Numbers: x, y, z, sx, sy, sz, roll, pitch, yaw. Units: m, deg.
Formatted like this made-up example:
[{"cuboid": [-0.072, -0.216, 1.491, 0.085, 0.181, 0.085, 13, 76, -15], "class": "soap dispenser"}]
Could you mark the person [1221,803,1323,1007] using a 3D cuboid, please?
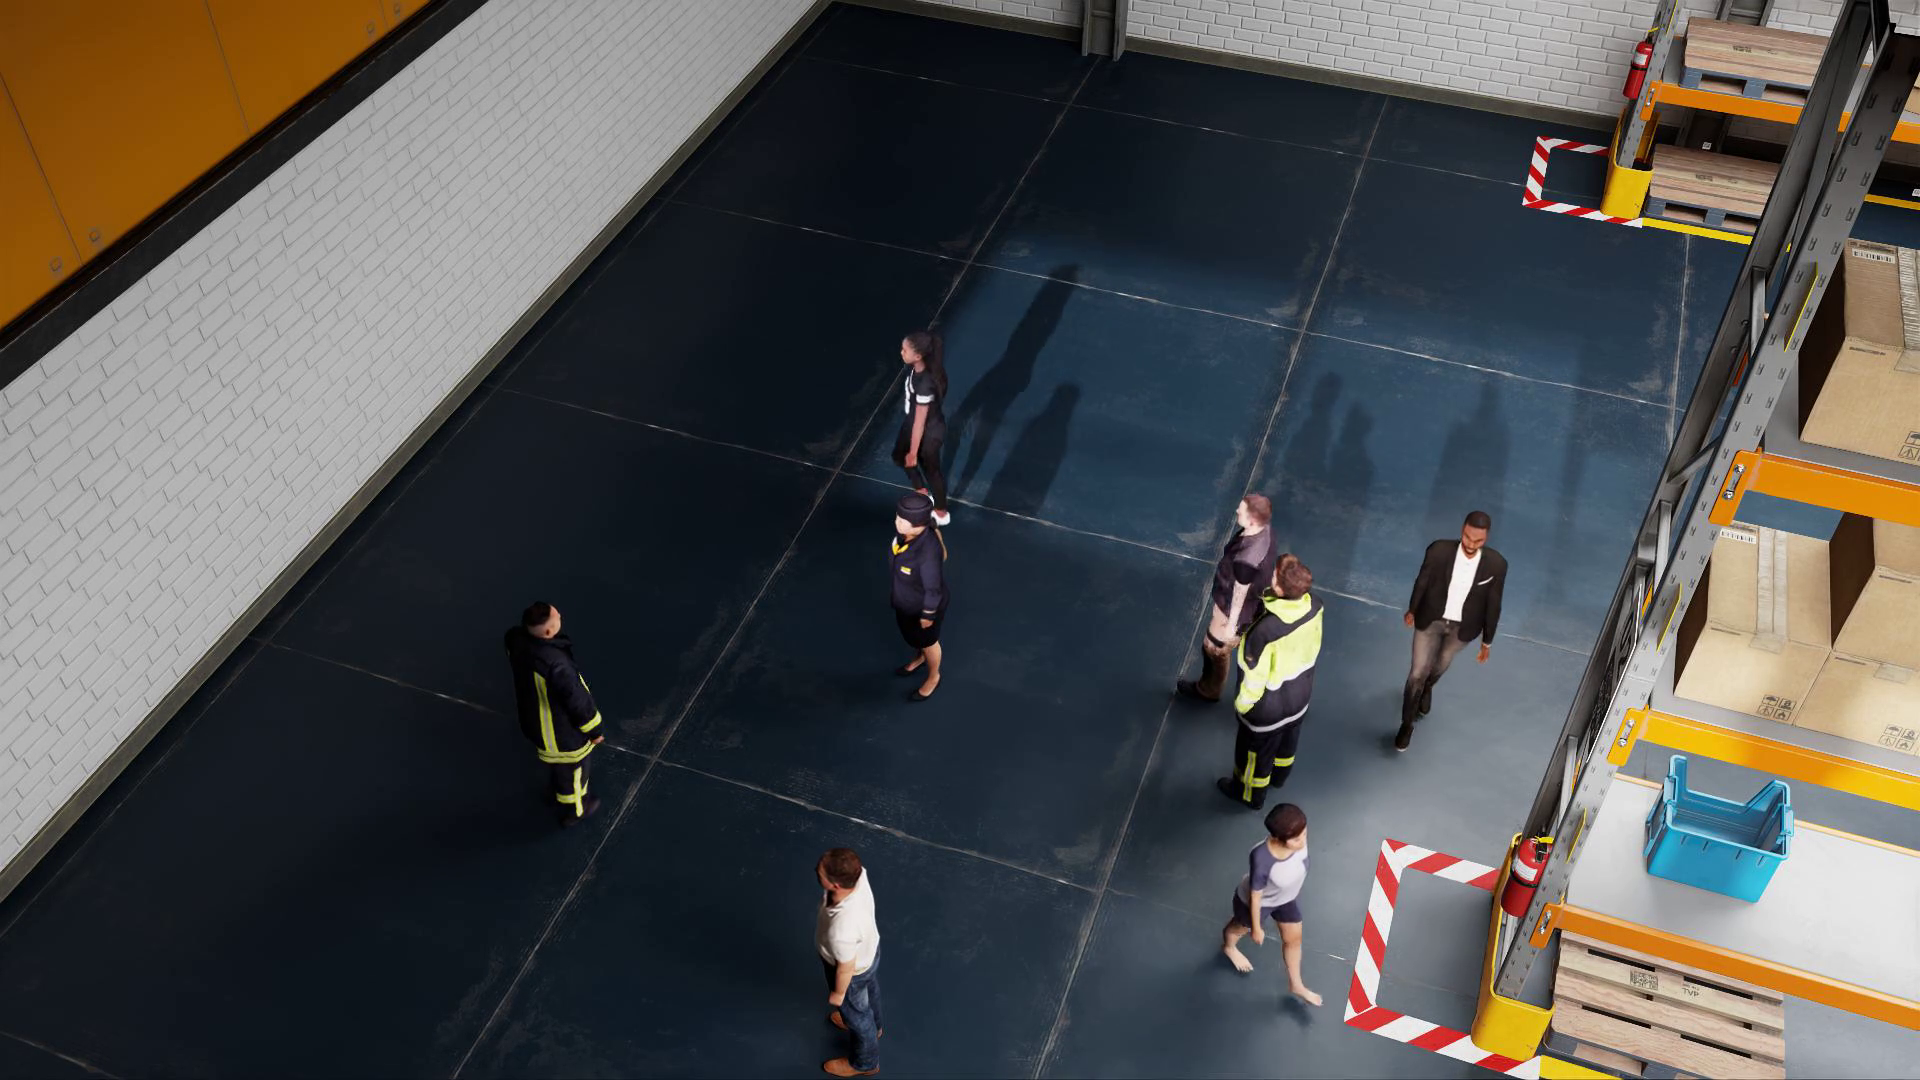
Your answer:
[{"cuboid": [1.635, 1.899, 9.105, 0.847, 1.537, 0.983, -29, 51, -27], "class": "person"}]

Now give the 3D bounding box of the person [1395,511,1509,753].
[{"cuboid": [3.071, 0.451, 10.449, 0.865, 1.780, 0.794, 9, 44, 10], "class": "person"}]

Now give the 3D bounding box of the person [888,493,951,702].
[{"cuboid": [-0.255, 0.364, 10.619, 0.857, 1.671, 0.805, -16, 46, -16], "class": "person"}]

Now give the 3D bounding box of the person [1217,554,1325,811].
[{"cuboid": [1.867, 0.851, 9.882, 0.868, 1.983, 0.844, -31, 51, -28], "class": "person"}]

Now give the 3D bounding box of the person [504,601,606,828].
[{"cuboid": [-2.438, 1.044, 9.773, 0.810, 1.854, 0.943, 32, 52, 29], "class": "person"}]

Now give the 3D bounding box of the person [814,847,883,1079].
[{"cuboid": [-0.549, 2.166, 8.593, 0.667, 1.856, 0.718, 3, 44, 4], "class": "person"}]

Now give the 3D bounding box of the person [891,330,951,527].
[{"cuboid": [-0.167, -0.761, 11.764, 0.790, 1.719, 0.754, -8, 44, -8], "class": "person"}]

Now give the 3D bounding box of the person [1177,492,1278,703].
[{"cuboid": [1.855, 0.427, 10.447, 1.014, 1.817, 0.705, 16, 46, 16], "class": "person"}]
